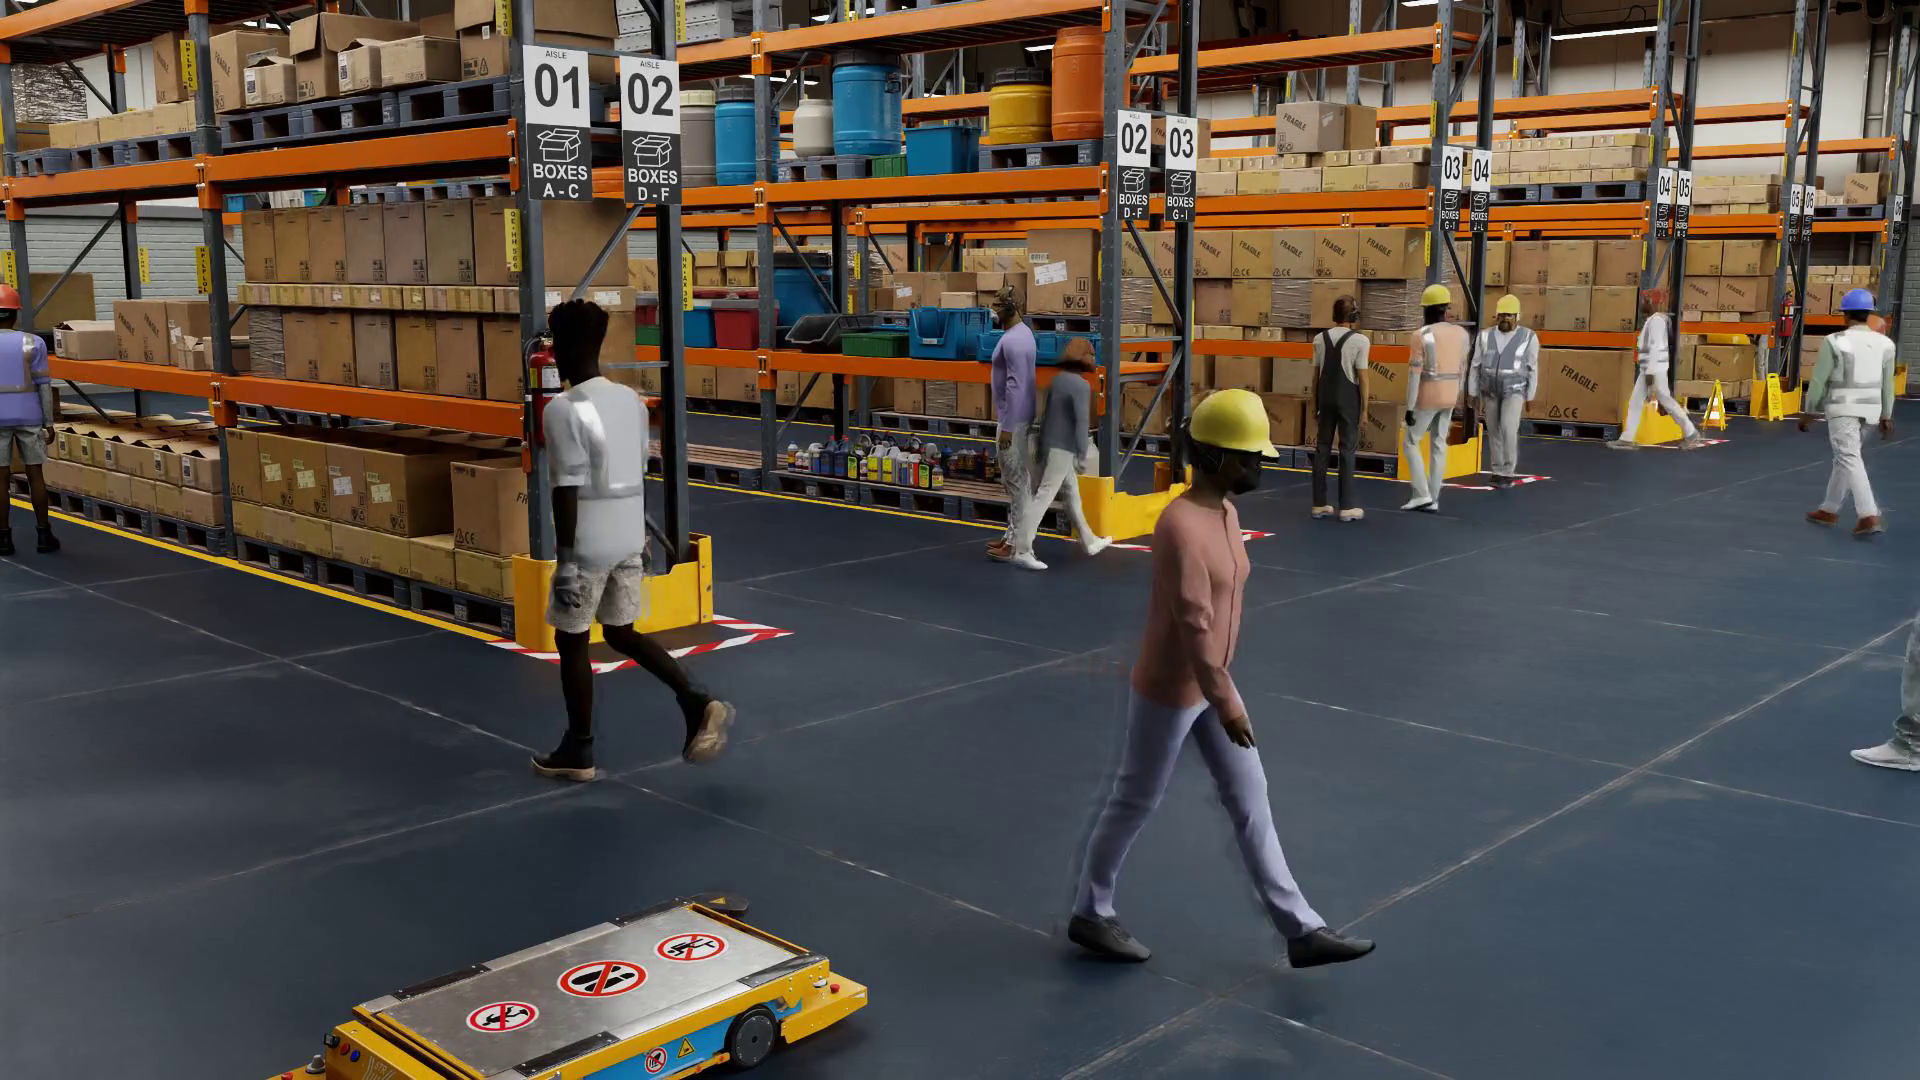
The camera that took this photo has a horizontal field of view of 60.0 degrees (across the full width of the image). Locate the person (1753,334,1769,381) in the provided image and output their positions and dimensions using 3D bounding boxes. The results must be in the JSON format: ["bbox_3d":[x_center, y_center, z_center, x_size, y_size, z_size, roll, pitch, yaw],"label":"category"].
[{"bbox_3d":[12.061,-2.959,25.039,0.507,1.874,0.329,-9,13,-43],"label":"person"}]

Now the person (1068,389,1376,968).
[{"bbox_3d":[0.714,0.433,4.735,0.960,1.712,0.504,6,11,31],"label":"person"}]

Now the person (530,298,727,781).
[{"bbox_3d":[-1.364,0.011,6.633,0.757,1.945,0.613,4,10,21],"label":"person"}]

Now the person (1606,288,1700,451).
[{"bbox_3d":[7.961,-1.939,18.914,0.973,1.844,0.650,2,10,14],"label":"person"}]

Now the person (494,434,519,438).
[{"bbox_3d":[-3.464,-0.820,12.695,0.508,1.621,0.372,-7,11,-35],"label":"person"}]

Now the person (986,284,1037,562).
[{"bbox_3d":[0.363,-0.831,11.789,0.372,1.940,0.632,0,9,3],"label":"person"}]

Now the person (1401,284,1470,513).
[{"bbox_3d":[3.959,-1.175,13.949,0.608,1.920,0.441,-4,10,-22],"label":"person"}]

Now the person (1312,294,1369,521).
[{"bbox_3d":[3.123,-1.092,13.686,0.513,1.844,0.337,8,12,39],"label":"person"}]

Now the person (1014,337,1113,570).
[{"bbox_3d":[0.744,-0.613,11.556,0.894,1.573,0.575,-3,10,-20],"label":"person"}]

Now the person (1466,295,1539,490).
[{"bbox_3d":[5.041,-1.377,15.555,0.591,1.808,0.687,7,12,37],"label":"person"}]

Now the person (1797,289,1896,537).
[{"bbox_3d":[6.938,-0.991,12.914,0.607,1.906,0.986,-2,10,-13],"label":"person"}]

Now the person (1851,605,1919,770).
[{"bbox_3d":[4.128,0.115,6.678,0.769,1.719,0.491,7,12,37],"label":"person"}]

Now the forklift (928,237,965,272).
[{"bbox_3d":[-0.326,-5.817,39.609,1.129,2.768,1.873,9,13,43],"label":"forklift"}]

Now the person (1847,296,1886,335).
[{"bbox_3d":[12.687,-2.590,23.358,0.536,1.685,0.382,-1,9,-4],"label":"person"}]

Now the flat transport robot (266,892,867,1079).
[{"bbox_3d":[-0.980,1.246,4.283,0.652,0.197,1.431,9,13,43],"label":"flat transport robot"}]

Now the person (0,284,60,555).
[{"bbox_3d":[-6.859,-0.872,12.045,0.545,1.938,0.359,-4,10,-23],"label":"person"}]

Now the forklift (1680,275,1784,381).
[{"bbox_3d":[12.480,-3.427,27.053,1.214,2.155,2.313,9,13,43],"label":"forklift"}]
